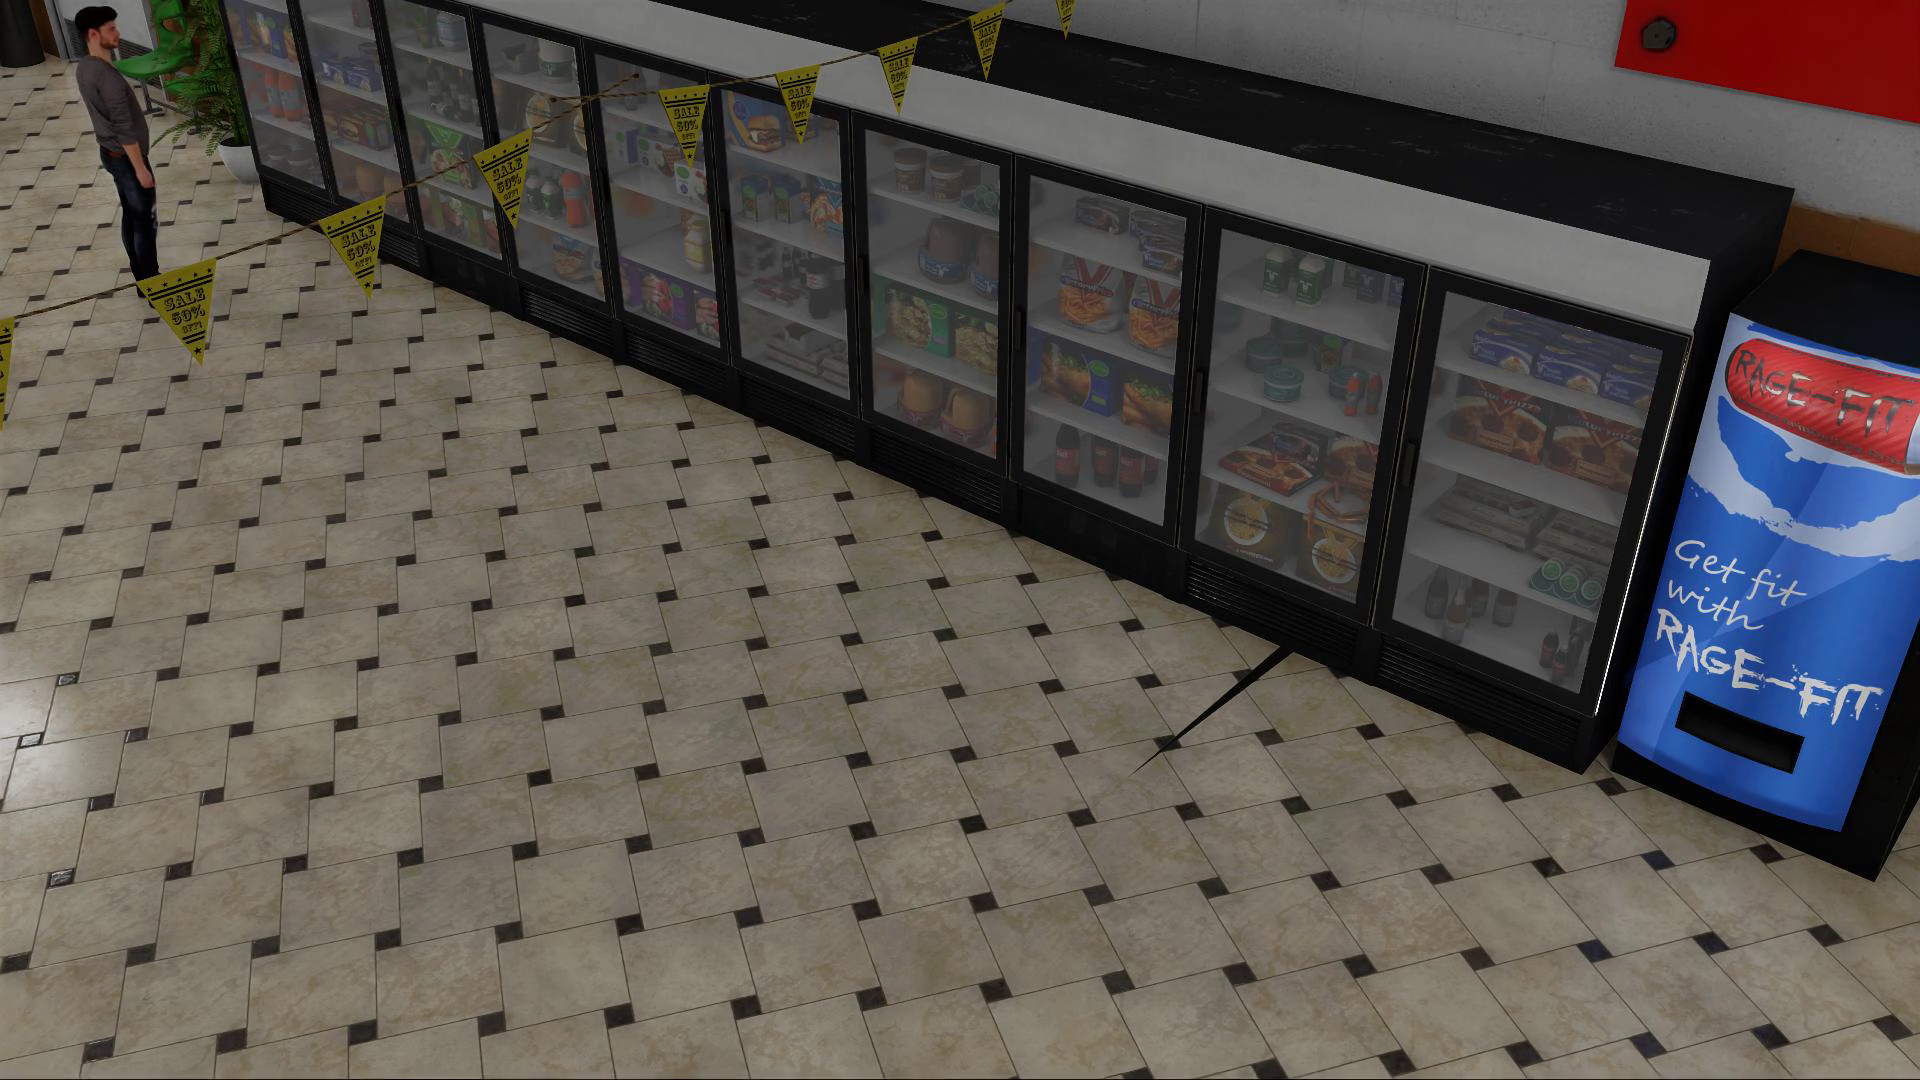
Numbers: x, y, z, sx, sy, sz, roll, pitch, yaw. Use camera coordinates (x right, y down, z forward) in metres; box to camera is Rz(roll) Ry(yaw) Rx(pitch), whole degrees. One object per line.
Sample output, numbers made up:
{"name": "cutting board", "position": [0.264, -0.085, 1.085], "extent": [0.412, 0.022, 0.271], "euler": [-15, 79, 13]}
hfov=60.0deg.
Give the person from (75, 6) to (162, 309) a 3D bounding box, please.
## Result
{"name": "person", "position": [-5.337, -2.440, 10.636], "extent": [0.640, 1.903, 0.738], "euler": [-22, 38, -31]}
